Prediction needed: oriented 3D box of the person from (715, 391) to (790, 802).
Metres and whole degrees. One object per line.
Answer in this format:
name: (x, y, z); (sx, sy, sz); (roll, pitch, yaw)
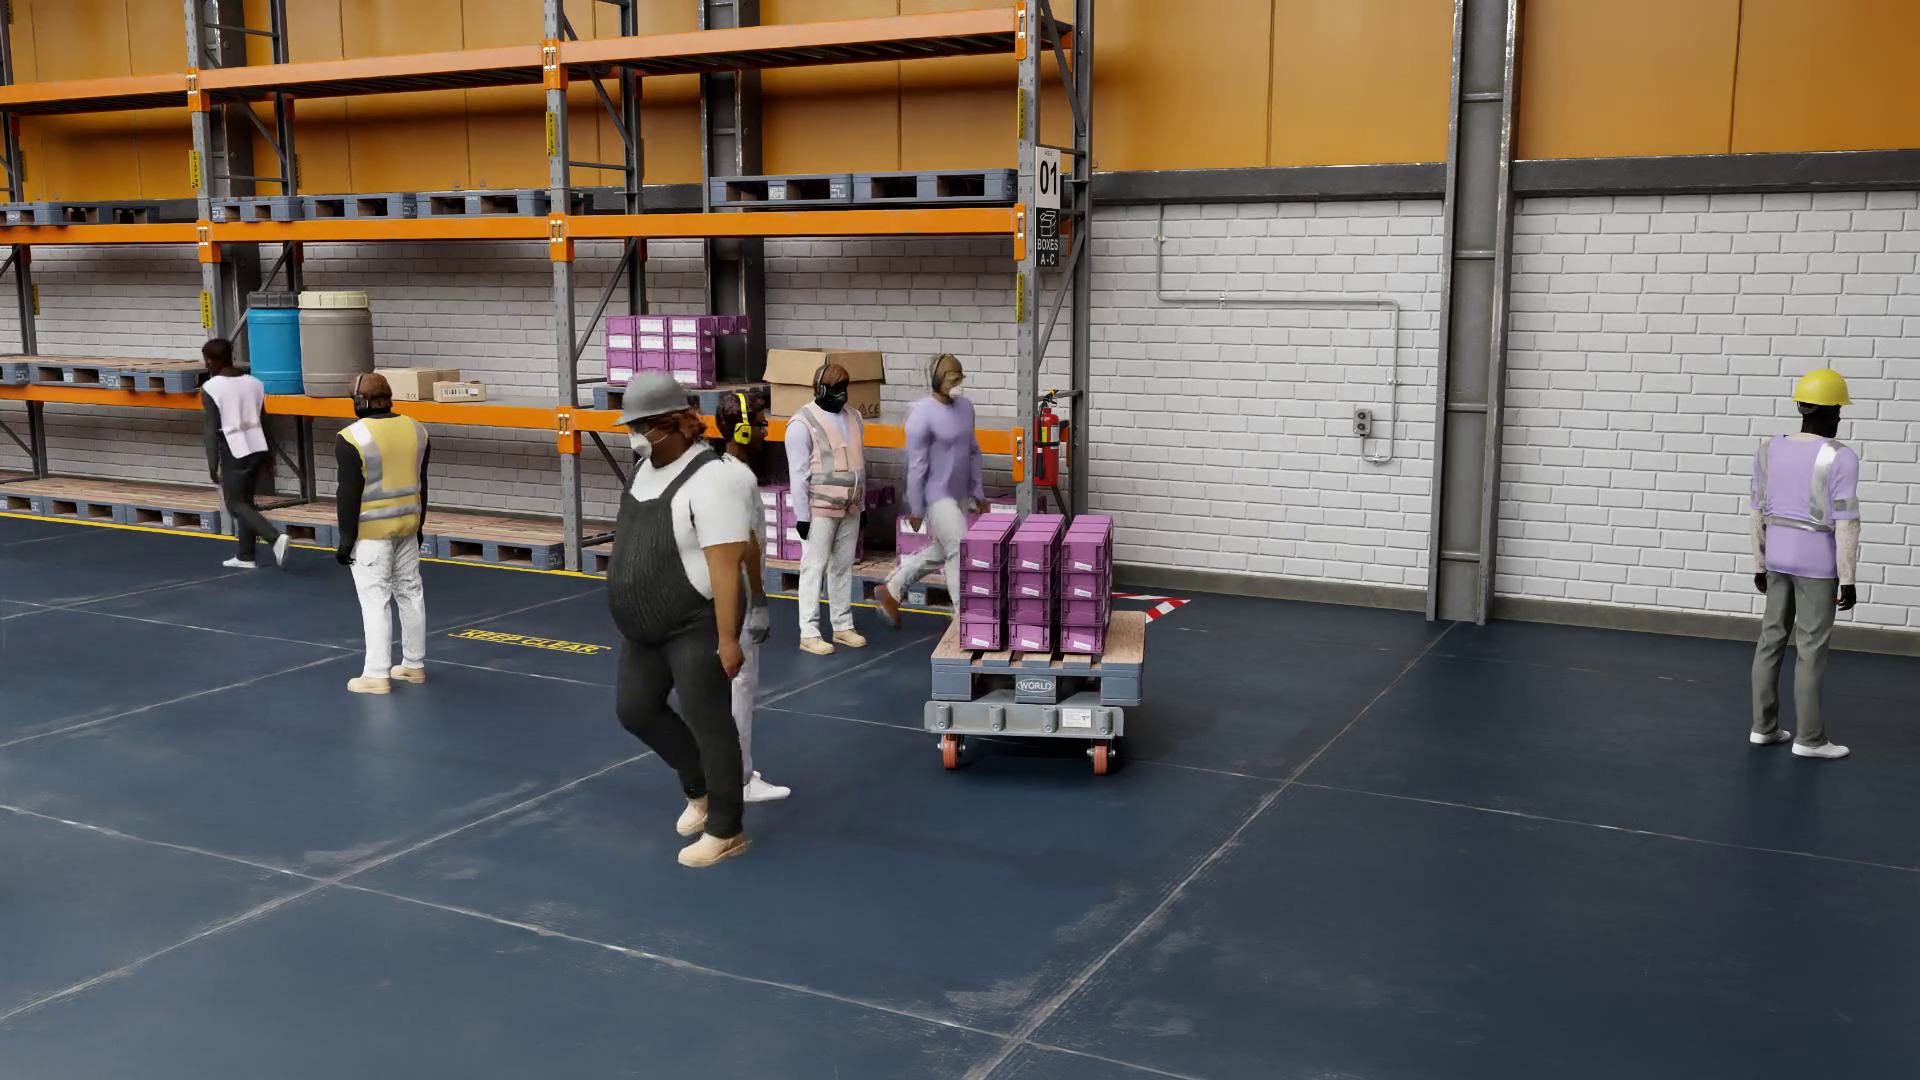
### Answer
person: (-1.011, 0.257, 7.590); (0.313, 1.869, 0.528); (-6, 11, -31)

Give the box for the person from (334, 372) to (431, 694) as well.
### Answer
person: (-3.325, -0.042, 9.538); (0.429, 1.840, 0.624); (5, 10, 28)

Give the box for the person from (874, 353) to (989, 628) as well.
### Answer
person: (-0.186, -0.269, 10.760); (0.909, 1.900, 0.643); (5, 10, 28)

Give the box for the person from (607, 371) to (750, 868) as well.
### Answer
person: (-1.144, 0.308, 6.749); (0.539, 2.000, 0.776); (-8, 12, -40)

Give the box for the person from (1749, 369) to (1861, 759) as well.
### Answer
person: (4.201, 0.117, 8.269); (0.370, 1.928, 0.585); (-4, 10, -24)

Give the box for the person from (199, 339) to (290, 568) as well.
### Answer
person: (-5.683, -0.666, 13.250); (0.751, 1.883, 0.636); (4, 10, 25)

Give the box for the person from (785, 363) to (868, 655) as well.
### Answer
person: (-0.815, -0.197, 10.523); (0.431, 1.836, 0.619); (7, 12, 38)
